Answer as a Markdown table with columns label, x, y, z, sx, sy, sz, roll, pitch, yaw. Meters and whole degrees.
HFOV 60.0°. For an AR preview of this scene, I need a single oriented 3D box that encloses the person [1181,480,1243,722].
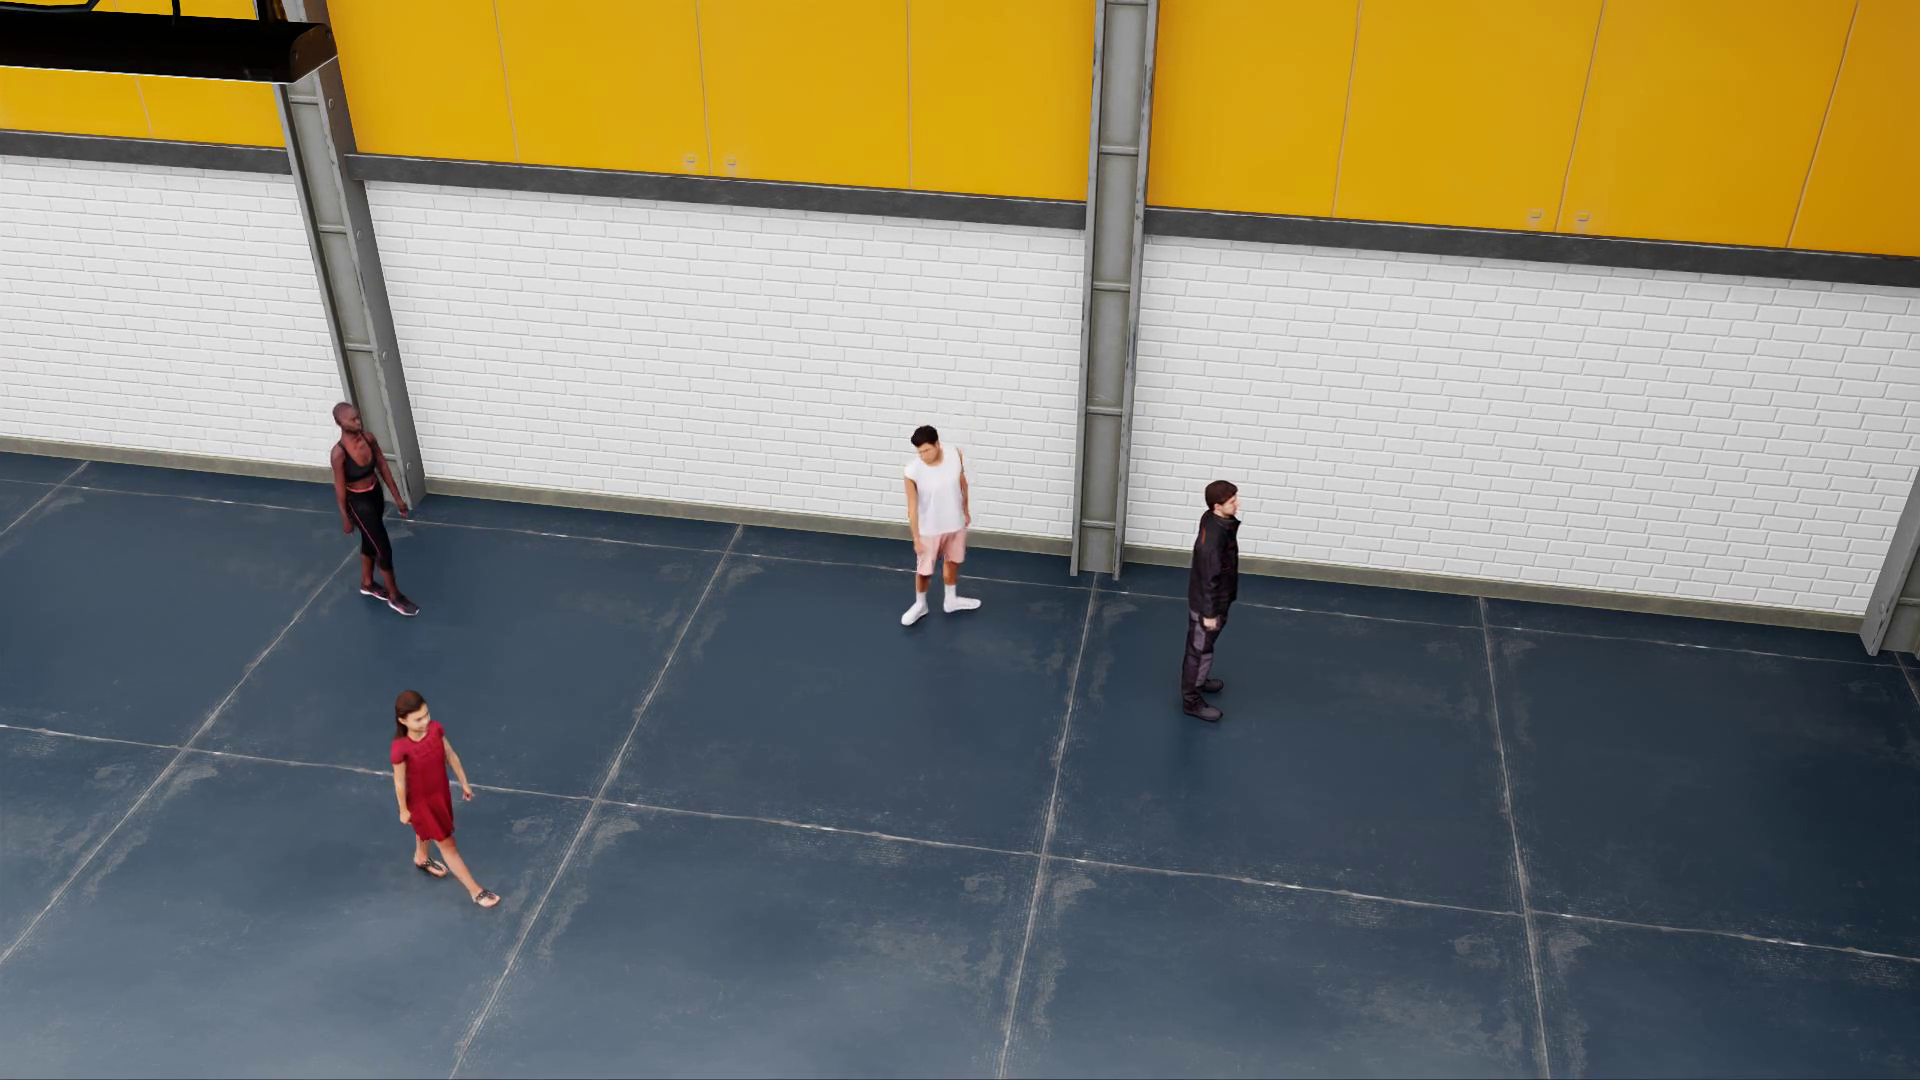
| label | x | y | z | sx | sy | sz | roll | pitch | yaw |
| --- | --- | --- | --- | --- | --- | --- | --- | --- | --- |
| person | 1.714 | 0.384 | 11.462 | 0.547 | 1.838 | 0.714 | 7 | 34 | 10 |

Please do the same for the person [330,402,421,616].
| label | x | y | z | sx | sy | sz | roll | pitch | yaw |
| --- | --- | --- | --- | --- | --- | --- | --- | --- | --- |
| person | -4.556 | -0.280 | 12.548 | 0.910 | 1.742 | 0.686 | 11 | 35 | 16 |

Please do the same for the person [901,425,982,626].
| label | x | y | z | sx | sy | sz | roll | pitch | yaw |
| --- | --- | --- | --- | --- | --- | --- | --- | --- | --- |
| person | -0.106 | -0.160 | 12.358 | 0.908 | 1.752 | 0.810 | 29 | 43 | 36 |

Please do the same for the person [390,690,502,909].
| label | x | y | z | sx | sy | sz | roll | pitch | yaw |
| --- | --- | --- | --- | --- | --- | --- | --- | --- | --- |
| person | -3.264 | 1.510 | 10.064 | 1.088 | 1.510 | 0.795 | 18 | 38 | 25 |
